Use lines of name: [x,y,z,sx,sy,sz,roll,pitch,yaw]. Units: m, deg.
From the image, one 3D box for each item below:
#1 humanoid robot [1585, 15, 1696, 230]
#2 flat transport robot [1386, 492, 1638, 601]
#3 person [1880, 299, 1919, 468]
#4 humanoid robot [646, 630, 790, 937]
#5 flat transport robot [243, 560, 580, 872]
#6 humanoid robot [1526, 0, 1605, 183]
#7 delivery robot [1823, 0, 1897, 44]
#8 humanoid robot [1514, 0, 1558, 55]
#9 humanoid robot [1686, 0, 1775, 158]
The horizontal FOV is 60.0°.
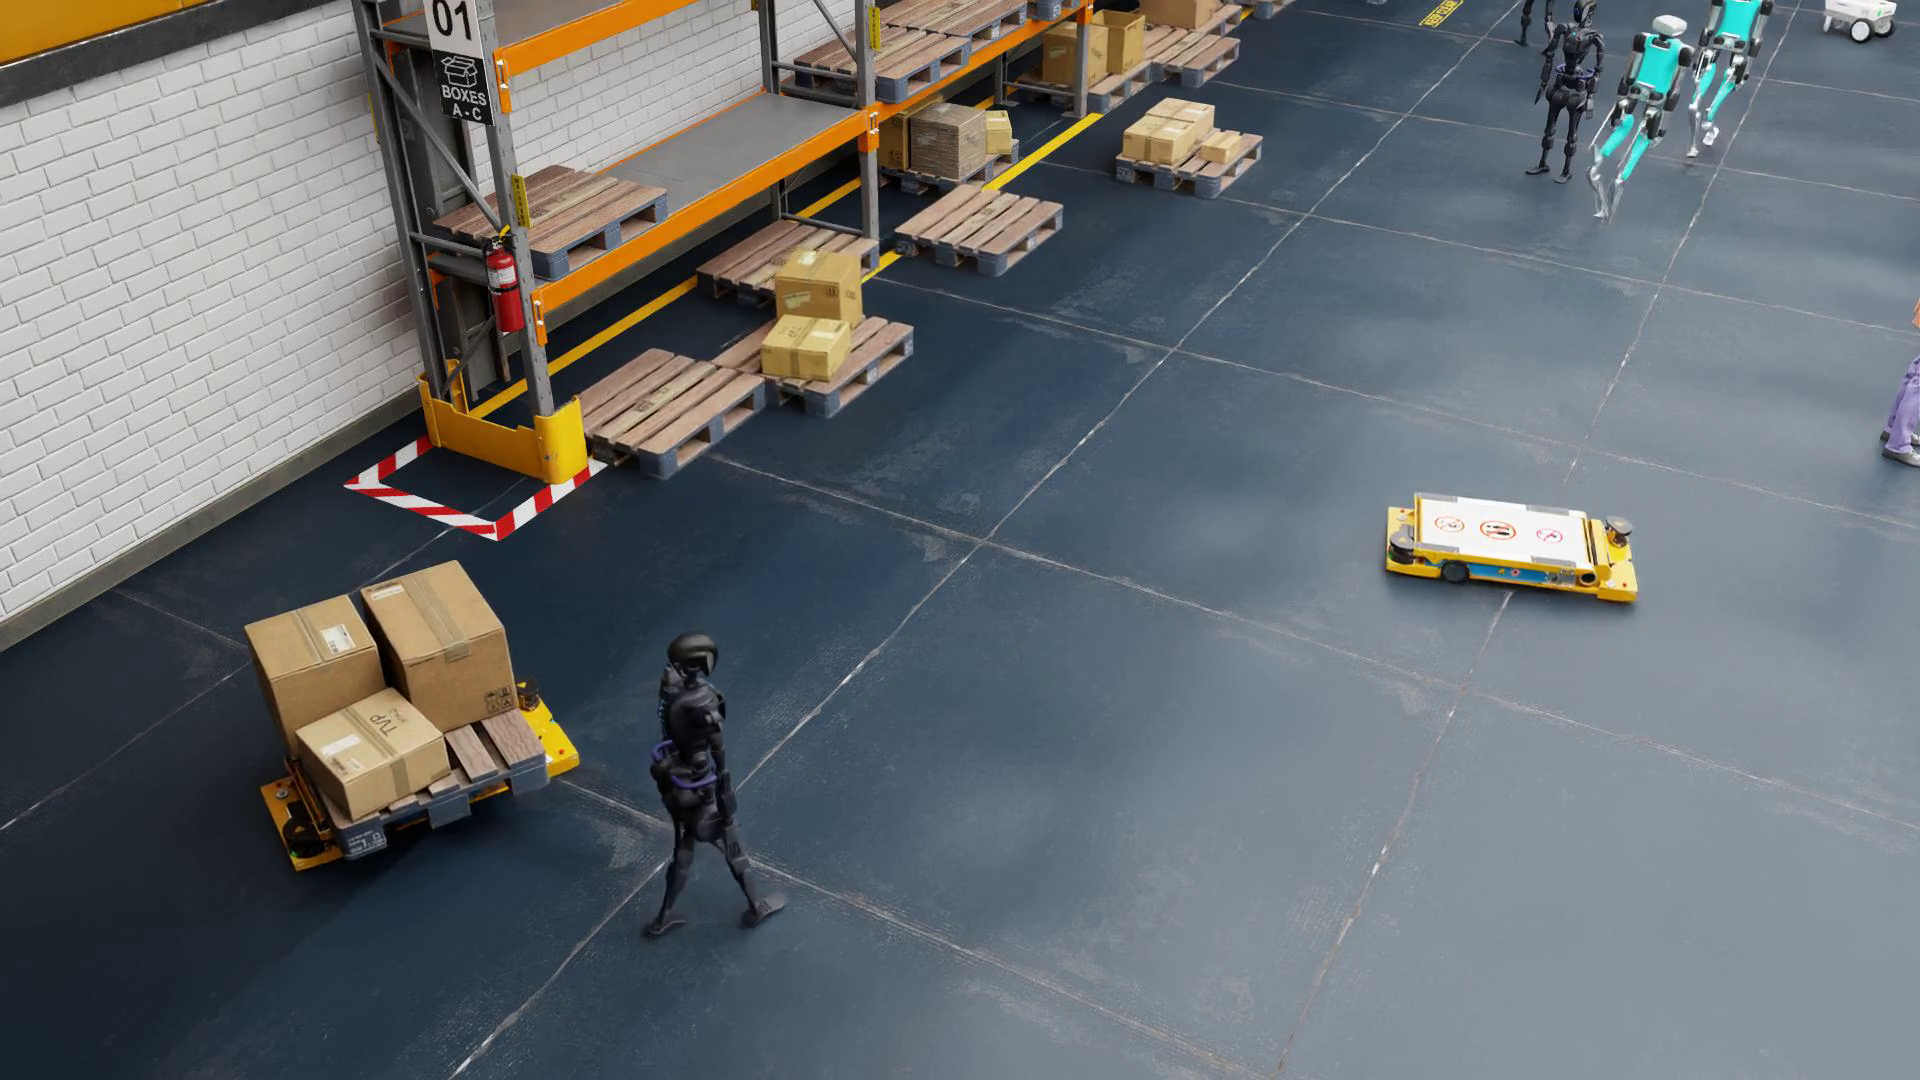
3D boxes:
humanoid robot: [5.669,-3.445,14.135,0.780,1.895,0.559,-25,41,-33]
flat transport robot: [3.332,0.036,10.093,1.431,0.231,0.659,7,34,11]
person: [6.377,-1.372,10.794,0.375,1.843,0.569,15,36,21]
humanoid robot: [-1.136,1.070,7.295,0.709,1.639,0.610,-21,39,-29]
flat transport robot: [-2.724,1.156,8.399,1.431,0.231,0.659,-20,38,-27]
humanoid robot: [5.503,-4.063,15.005,0.315,1.657,0.599,-24,40,-31]
delivery robot: [10.288,-6.009,18.997,0.509,0.613,0.785,-19,38,-26]
humanoid robot: [6.446,-6.183,18.265,0.605,1.634,0.741,-5,34,-7]
humanoid robot: [7.015,-4.306,15.356,0.560,1.746,1.044,19,38,26]
